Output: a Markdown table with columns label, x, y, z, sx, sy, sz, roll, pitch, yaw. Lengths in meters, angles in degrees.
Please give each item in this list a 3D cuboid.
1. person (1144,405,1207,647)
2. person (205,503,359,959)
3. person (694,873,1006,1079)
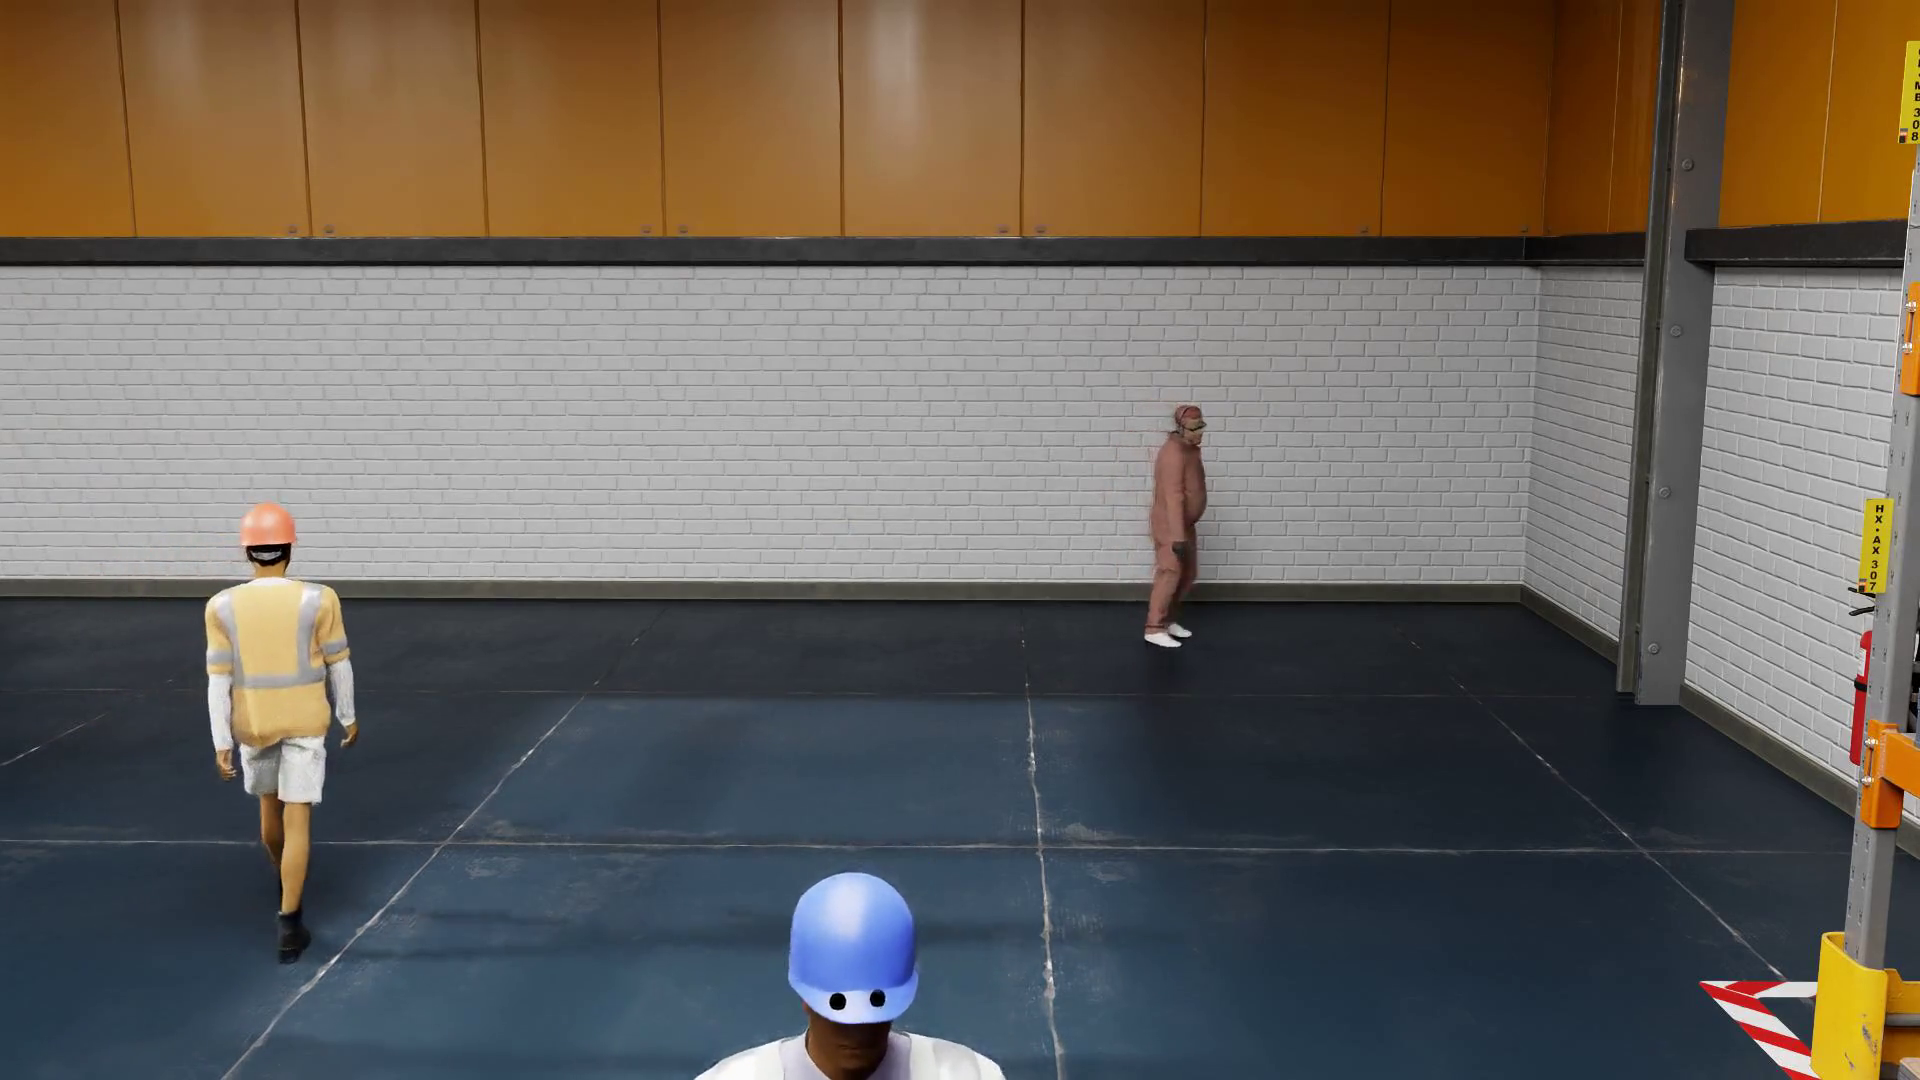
| label | x | y | z | sx | sy | sz | roll | pitch | yaw |
| --- | --- | --- | --- | --- | --- | --- | --- | --- | --- |
| person | 1.626 | -0.098 | 12.581 | 0.500 | 1.866 | 0.668 | 4 | 10 | 21 |
| person | -2.938 | 0.779 | 7.254 | 0.559 | 1.882 | 0.973 | -1 | 10 | -8 |
| person | -0.189 | 1.485 | 2.923 | 0.626 | 1.926 | 0.793 | -1 | 10 | -6 |
